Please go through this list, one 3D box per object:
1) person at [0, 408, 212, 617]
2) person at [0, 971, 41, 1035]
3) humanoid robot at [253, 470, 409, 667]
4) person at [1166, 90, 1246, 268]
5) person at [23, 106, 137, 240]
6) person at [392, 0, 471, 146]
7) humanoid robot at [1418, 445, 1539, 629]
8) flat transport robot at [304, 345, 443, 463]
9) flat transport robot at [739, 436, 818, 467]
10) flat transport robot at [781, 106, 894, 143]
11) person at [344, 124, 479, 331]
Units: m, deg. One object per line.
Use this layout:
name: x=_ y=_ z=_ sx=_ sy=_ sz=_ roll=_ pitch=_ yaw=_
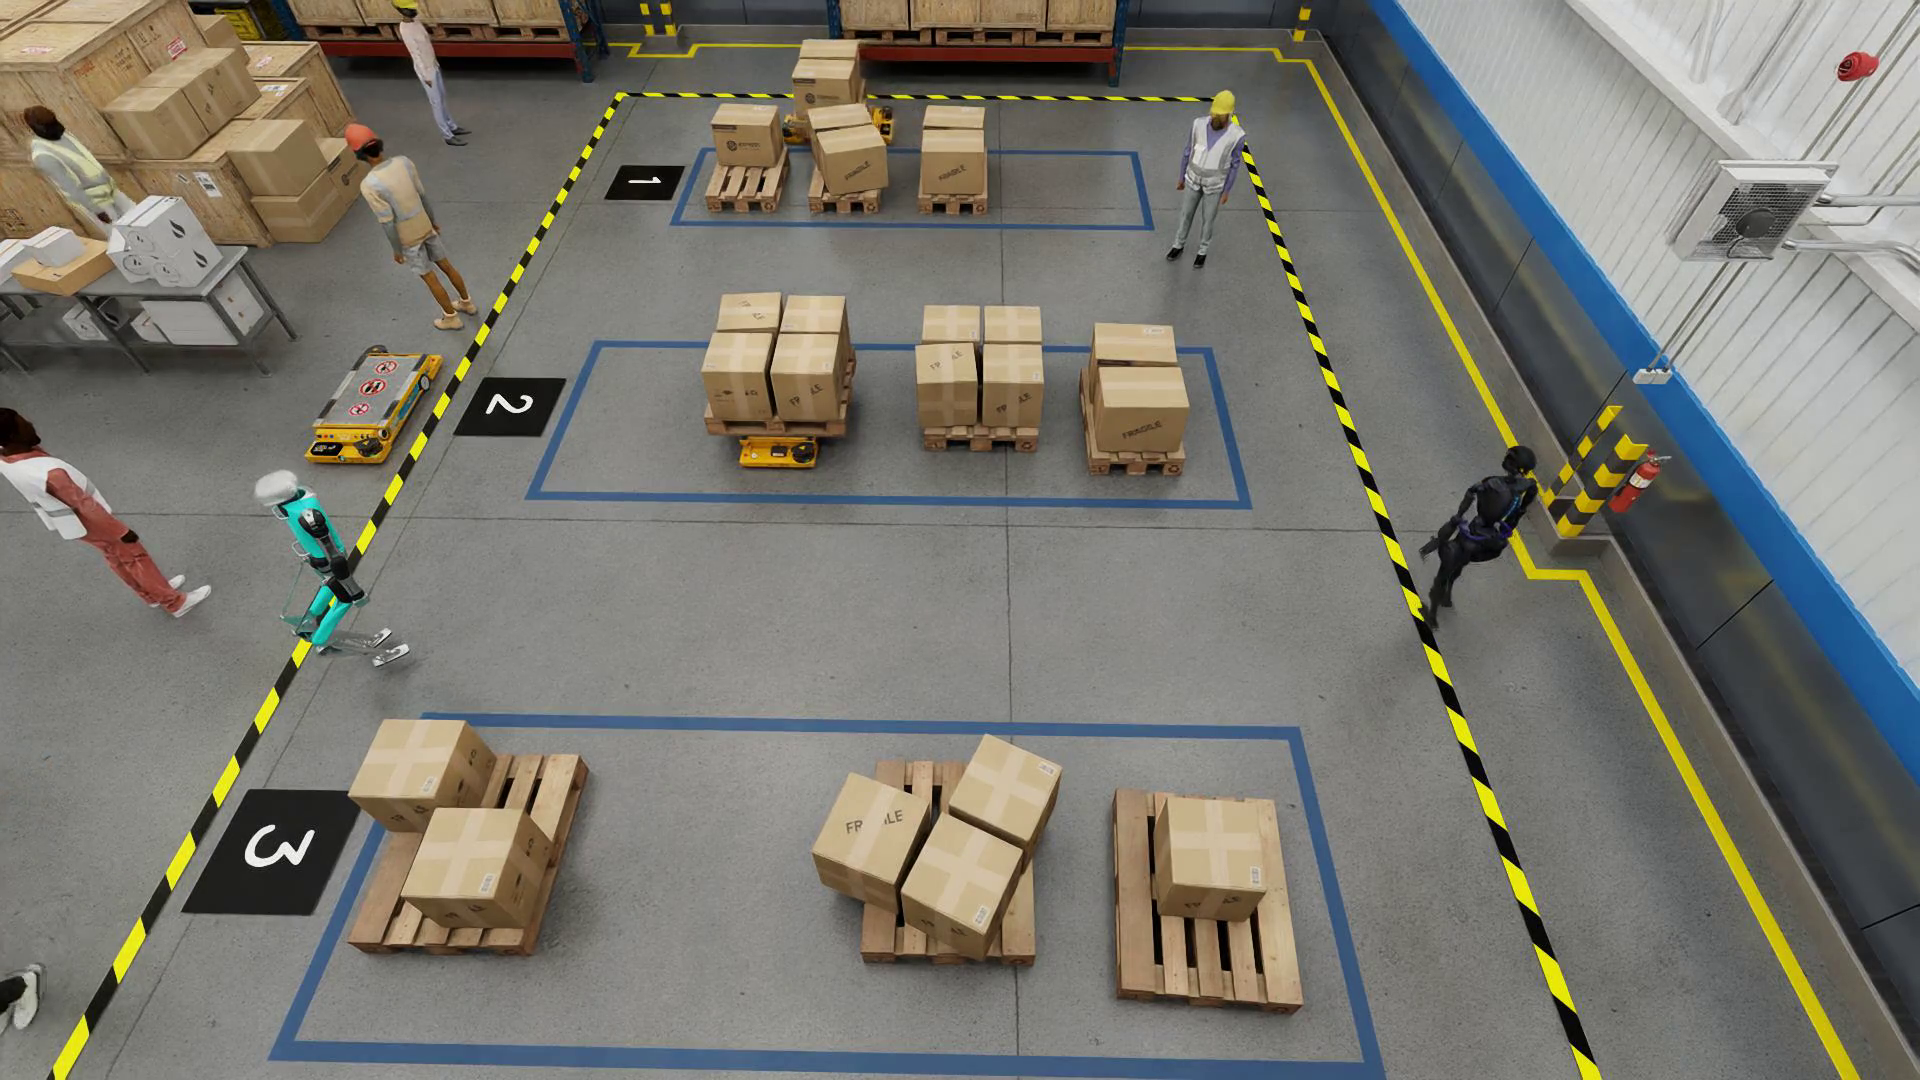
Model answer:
person: x=-6.090 y=-0.141 z=6.415 sx=0.579 sy=1.911 sz=0.394 roll=21 pitch=53 yaw=17
person: x=-5.406 y=2.193 z=4.495 sx=0.595 sy=1.827 sz=0.486 roll=7 pitch=50 yaw=6
humanoid robot: x=-4.299 y=0.307 z=6.058 sx=0.533 sy=1.676 sz=0.735 roll=35 pitch=58 yaw=26
person: x=2.537 y=-3.709 z=9.478 sx=0.589 sy=1.837 sz=0.404 roll=24 pitch=54 yaw=19
person: x=-8.681 y=-3.454 z=9.267 sx=0.494 sy=1.827 sz=0.642 roll=-7 pitch=50 yaw=-6
person: x=-6.528 y=-5.808 z=11.303 sx=0.333 sy=1.761 sz=0.525 roll=-6 pitch=50 yaw=-5
humanoid robot: x=3.597 y=-0.011 z=6.459 sx=0.608 sy=1.644 sz=0.430 roll=-7 pitch=50 yaw=-6
flat transport robot: x=-5.383 y=-1.269 z=8.441 sx=0.659 sy=0.231 sz=1.431 roll=1 pitch=50 yaw=1
flat transport robot: x=-1.582 y=-1.235 z=8.394 sx=0.652 sy=0.197 sz=1.431 roll=1 pitch=50 yaw=1
flat transport robot: x=-1.601 y=-5.421 z=11.936 sx=1.431 sy=0.197 sz=0.652 roll=1 pitch=50 yaw=1
person: x=-5.206 y=-2.914 z=8.680 sx=0.399 sy=2.028 sz=0.613 roll=12 pitch=51 yaw=10
